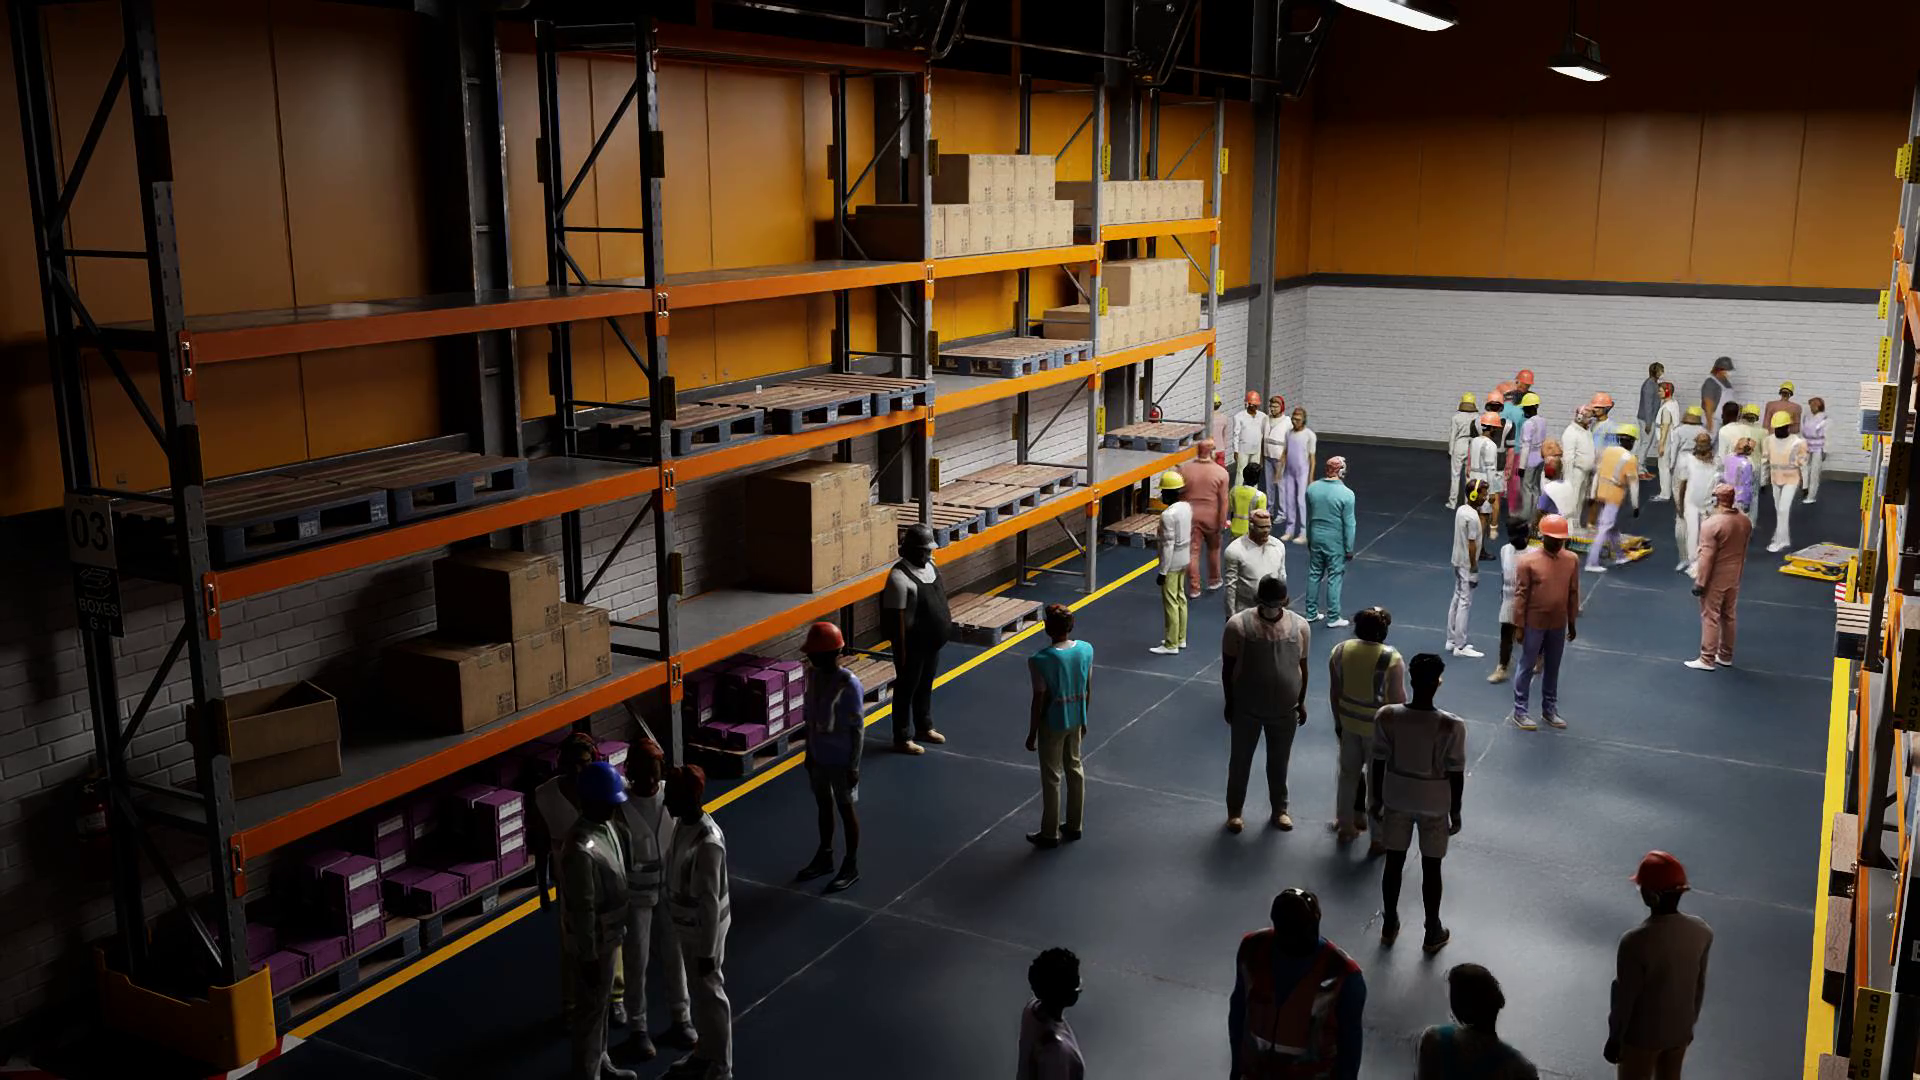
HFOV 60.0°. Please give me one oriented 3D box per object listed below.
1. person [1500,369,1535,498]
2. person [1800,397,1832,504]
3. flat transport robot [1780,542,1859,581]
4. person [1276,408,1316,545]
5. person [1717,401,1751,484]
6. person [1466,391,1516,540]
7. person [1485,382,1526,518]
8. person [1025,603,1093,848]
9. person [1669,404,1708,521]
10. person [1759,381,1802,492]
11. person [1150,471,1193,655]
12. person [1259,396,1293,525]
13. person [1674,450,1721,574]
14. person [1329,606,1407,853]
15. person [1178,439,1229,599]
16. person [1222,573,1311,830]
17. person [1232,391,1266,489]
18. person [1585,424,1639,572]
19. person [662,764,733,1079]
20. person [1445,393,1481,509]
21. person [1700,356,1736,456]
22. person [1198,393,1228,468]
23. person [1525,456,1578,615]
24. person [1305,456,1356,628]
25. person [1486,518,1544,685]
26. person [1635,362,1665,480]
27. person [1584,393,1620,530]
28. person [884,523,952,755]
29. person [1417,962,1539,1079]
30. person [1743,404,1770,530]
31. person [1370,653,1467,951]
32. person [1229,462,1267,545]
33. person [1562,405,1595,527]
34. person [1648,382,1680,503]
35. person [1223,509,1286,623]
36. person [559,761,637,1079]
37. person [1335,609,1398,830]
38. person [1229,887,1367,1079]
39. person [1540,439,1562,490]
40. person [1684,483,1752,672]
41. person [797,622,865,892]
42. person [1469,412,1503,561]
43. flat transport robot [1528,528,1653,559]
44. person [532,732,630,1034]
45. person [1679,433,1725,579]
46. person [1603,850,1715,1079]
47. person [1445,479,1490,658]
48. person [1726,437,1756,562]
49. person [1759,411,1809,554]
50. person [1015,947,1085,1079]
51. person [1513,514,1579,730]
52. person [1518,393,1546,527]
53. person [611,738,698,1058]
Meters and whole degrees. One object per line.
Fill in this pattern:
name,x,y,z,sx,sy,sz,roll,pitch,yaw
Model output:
person,8.592,-1.634,25.548,0.609,1.986,0.391,-4,13,-18
person,12.908,-1.354,25.124,0.395,1.625,0.513,-6,14,-25
flat transport robot,10.943,0.259,20.944,1.431,0.197,0.652,-12,17,-43
person,4.555,-0.876,22.486,0.389,1.836,0.526,-9,16,-35
person,10.538,-0.931,22.602,0.620,1.898,0.546,-7,14,-29
person,7.231,-1.013,22.684,0.611,2.030,0.410,3,13,15
person,7.883,-1.306,24.164,0.849,1.970,0.435,-2,13,-9
person,0.743,1.380,12.372,0.565,1.846,0.390,-9,16,-36
person,10.326,-1.058,23.591,0.495,1.724,0.478,1,13,4
person,12.788,-1.597,25.914,0.532,1.754,0.341,7,14,28
person,2.194,0.237,17.306,0.374,1.923,0.595,7,14,29
person,4.519,-1.147,23.710,0.393,1.836,0.560,-9,16,-36
person,9.142,-0.358,20.642,0.407,1.619,0.526,-9,15,-34
person,3.039,1.391,12.331,0.430,1.845,0.619,-12,17,-43
person,2.904,-0.277,19.707,0.644,1.879,0.813,4,13,19
person,2.337,1.221,12.642,0.674,2.000,0.535,-1,13,-2
person,4.340,-1.362,24.870,0.564,1.745,0.349,-4,13,-19
person,8.271,-0.520,20.848,0.961,1.855,0.643,-4,13,-15
person,-1.419,2.111,9.023,0.339,1.882,0.585,-5,14,-23
person,7.499,-1.322,24.735,0.492,1.730,0.323,-1,13,-3
person,12.295,-1.974,26.946,0.682,2.000,0.535,-11,17,-41
person,3.712,-1.284,24.476,0.524,1.769,0.314,-9,15,-34
person,6.683,-0.064,18.941,0.958,1.791,0.589,11,17,41
person,4.100,0.018,18.360,0.399,1.900,0.645,-11,17,-40
person,5.569,0.579,16.426,0.849,1.645,0.546,-9,15,-35
person,11.201,-1.935,27.038,0.367,1.932,0.622,6,14,25
person,8.601,-0.973,22.462,0.375,2.043,0.611,-2,13,-11
person,-0.336,0.832,14.384,0.535,2.000,0.683,7,14,27
person,2.075,2.637,6.860,0.823,1.808,0.562,-11,17,-42
person,11.034,-1.029,23.336,0.526,1.769,0.328,5,14,23
person,2.952,1.682,10.746,0.607,1.966,0.373,8,15,30
person,3.316,-0.061,19.188,0.320,1.687,0.538,-11,17,-40
person,8.316,-0.878,22.382,0.400,1.895,0.654,11,17,41
person,10.717,-1.483,25.222,0.383,1.836,0.562,7,15,30
person,2.768,0.642,15.562,0.644,1.900,0.399,-5,13,-20
person,-1.932,2.107,8.889,0.400,1.943,0.612,0,13,-2
person,3.179,1.369,12.754,0.710,1.705,0.390,-8,15,-31
person,1.504,2.450,7.592,0.625,1.843,0.430,9,15,34
person,7.514,-0.483,21.219,0.288,1.625,0.497,8,15,32
person,7.615,0.373,16.750,0.642,1.905,0.399,-7,14,-27
person,-0.908,1.501,11.630,0.546,1.934,0.376,12,17,43
person,6.784,-0.698,21.505,0.388,1.925,0.550,-2,13,-9
flat transport robot,8.341,0.018,22.024,1.431,0.197,0.652,11,17,41
person,-2.185,1.976,9.735,0.566,1.836,0.393,-4,13,-16
person,9.163,-0.447,20.611,0.521,1.822,0.579,4,13,16
person,3.393,2.368,8.181,0.568,1.743,0.353,-6,14,-24
person,5.273,0.281,17.261,0.335,1.861,0.521,0,13,1
person,9.974,-0.515,21.339,0.324,1.631,0.524,-1,13,-3
person,10.806,-0.765,21.923,0.848,1.868,0.607,-8,15,-30
person,0.389,2.586,7.309,0.321,1.695,0.537,-2,13,-8
person,5.269,0.735,14.951,0.614,1.987,0.408,-3,13,-13
person,7.985,-1.105,23.351,0.400,1.915,0.591,10,16,38
person,-1.756,2.018,9.452,0.583,1.878,0.361,-8,15,-31
